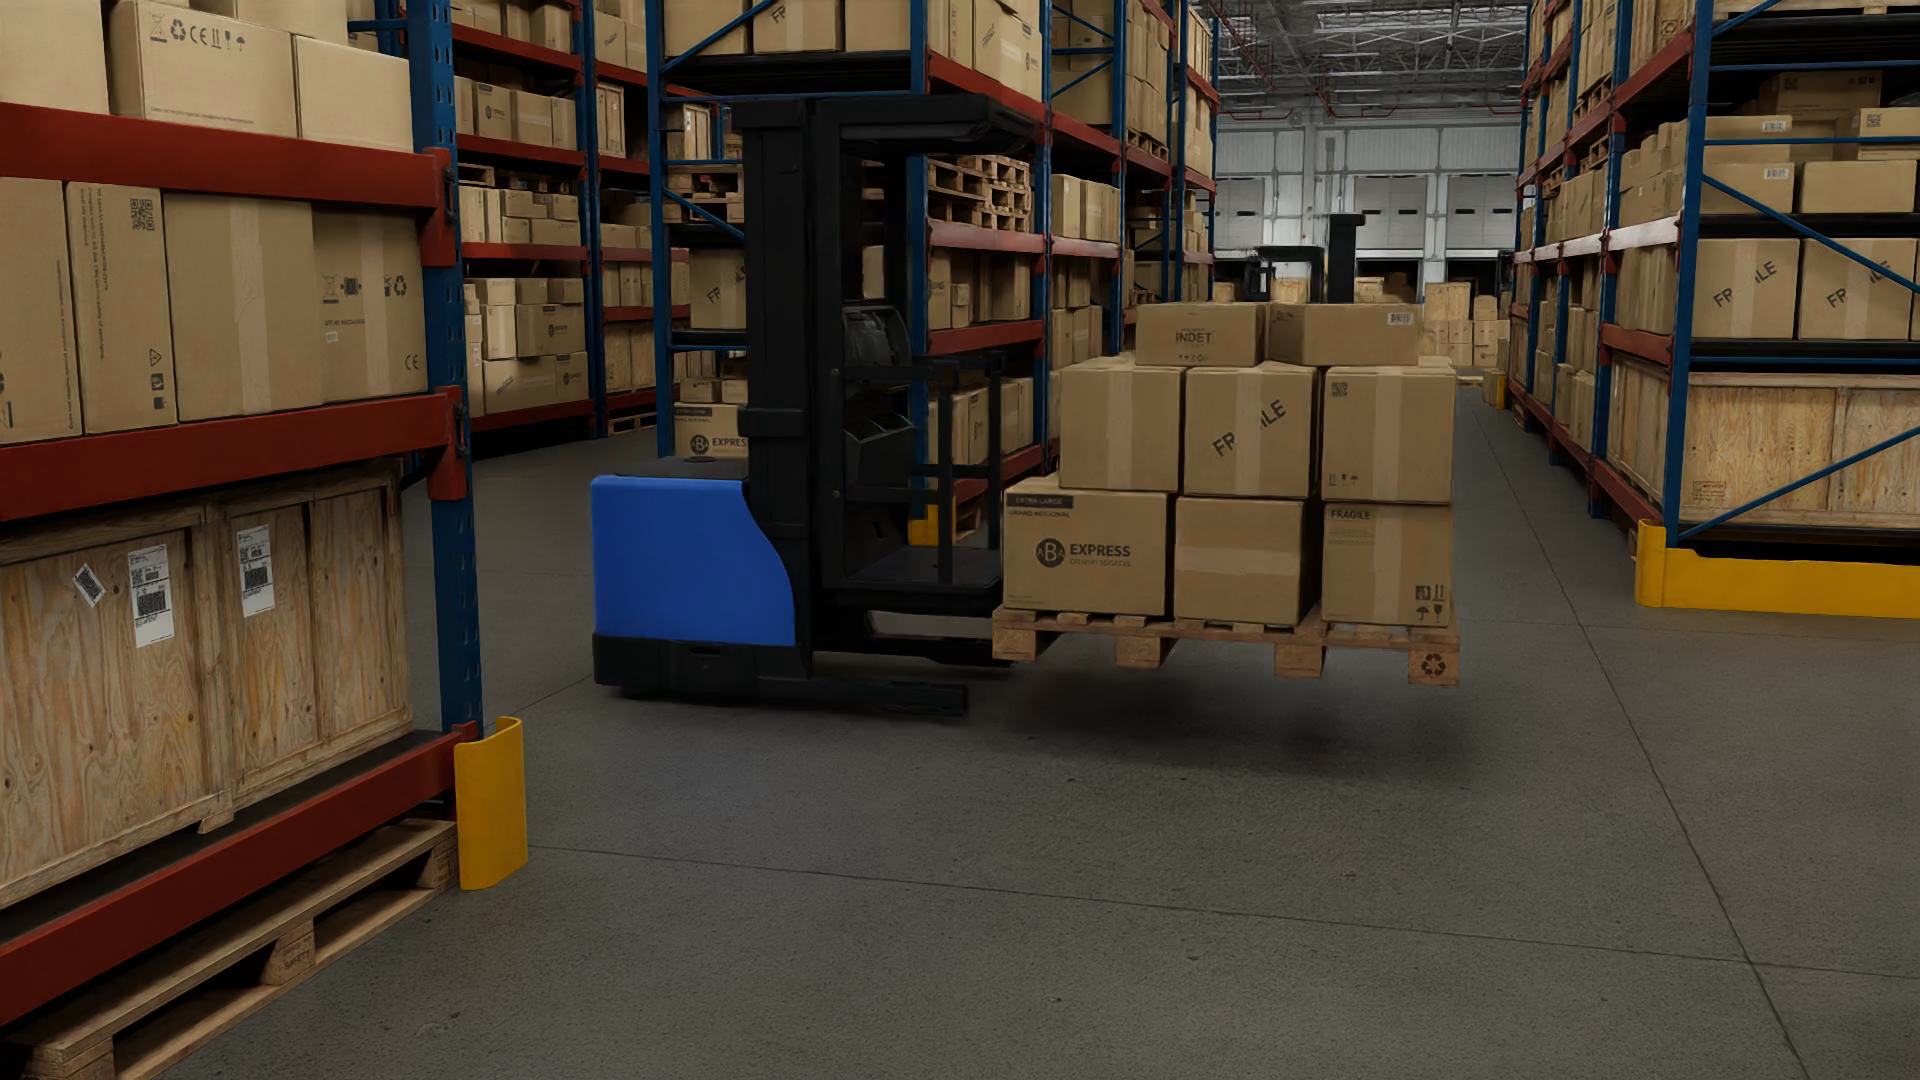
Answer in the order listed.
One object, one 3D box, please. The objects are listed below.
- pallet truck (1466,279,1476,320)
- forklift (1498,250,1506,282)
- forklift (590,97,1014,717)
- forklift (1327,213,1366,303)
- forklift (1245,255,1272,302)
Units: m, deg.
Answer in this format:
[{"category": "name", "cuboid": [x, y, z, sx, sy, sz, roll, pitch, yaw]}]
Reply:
[{"category": "pallet truck", "cuboid": [18.896, -8.459, 60.307, 1.885, 1.965, 0.823, 5, 10, 31]}, {"category": "forklift", "cuboid": [15.915, -6.937, 47.846, 1.129, 2.768, 1.873, 1, 9, 8]}, {"category": "forklift", "cuboid": [-0.764, -0.675, 8.064, 1.873, 2.768, 1.129, 2, 9, 14]}, {"category": "forklift", "cuboid": [4.890, -2.761, 21.315, 1.873, 2.768, 1.129, 2, 9, 15]}, {"category": "forklift", "cuboid": [10.551, -8.662, 58.805, 1.129, 2.768, 1.873, 2, 9, 15]}]
